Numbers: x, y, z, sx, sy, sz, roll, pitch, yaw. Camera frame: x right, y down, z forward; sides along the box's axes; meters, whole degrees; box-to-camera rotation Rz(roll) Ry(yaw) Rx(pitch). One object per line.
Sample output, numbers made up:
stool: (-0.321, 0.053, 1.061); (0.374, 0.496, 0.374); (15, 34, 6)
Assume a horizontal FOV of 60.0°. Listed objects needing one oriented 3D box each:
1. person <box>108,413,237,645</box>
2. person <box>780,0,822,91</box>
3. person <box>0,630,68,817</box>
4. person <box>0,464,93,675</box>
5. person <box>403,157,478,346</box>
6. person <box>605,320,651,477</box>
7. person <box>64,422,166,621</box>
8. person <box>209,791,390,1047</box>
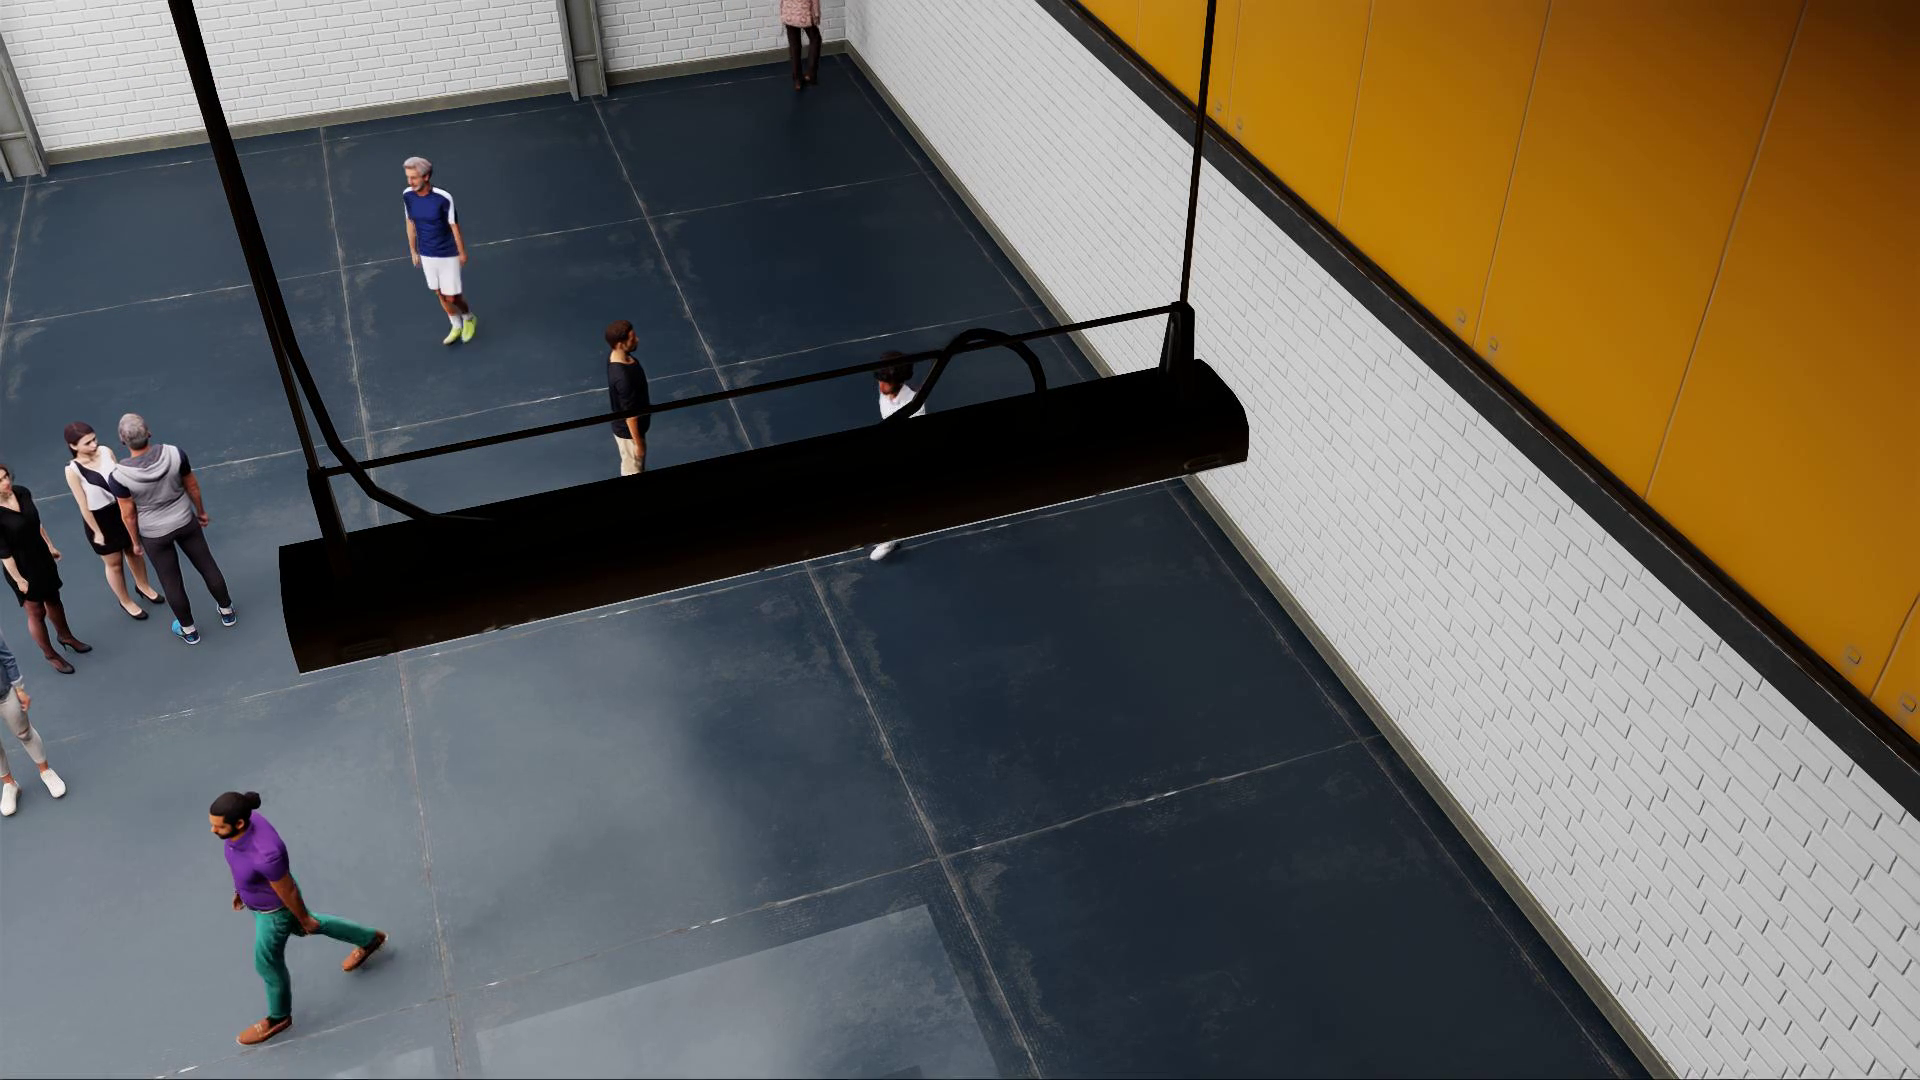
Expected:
person: (-5.462, -0.083, 11.494); (0.669, 1.828, 0.834); (-31, 48, -33)
person: (-1.852, -5.959, 18.878); (0.780, 1.795, 0.873); (9, 39, 11)
person: (-6.018, 0.963, 10.285); (0.526, 1.703, 0.713); (-21, 43, -24)
person: (-6.311, 0.172, 11.273); (0.658, 1.706, 0.658); (6, 39, 7)
person: (-4.521, -2.564, 14.603); (0.750, 1.825, 0.831); (11, 40, 13)
person: (-2.478, -0.840, 12.423); (0.532, 1.851, 0.634); (-11, 40, -14)
person: (-5.987, -0.139, 11.709); (0.682, 1.648, 0.625); (15, 41, 18)
person: (-3.630, 1.926, 9.057); (1.243, 1.730, 0.881); (-26, 45, -29)
